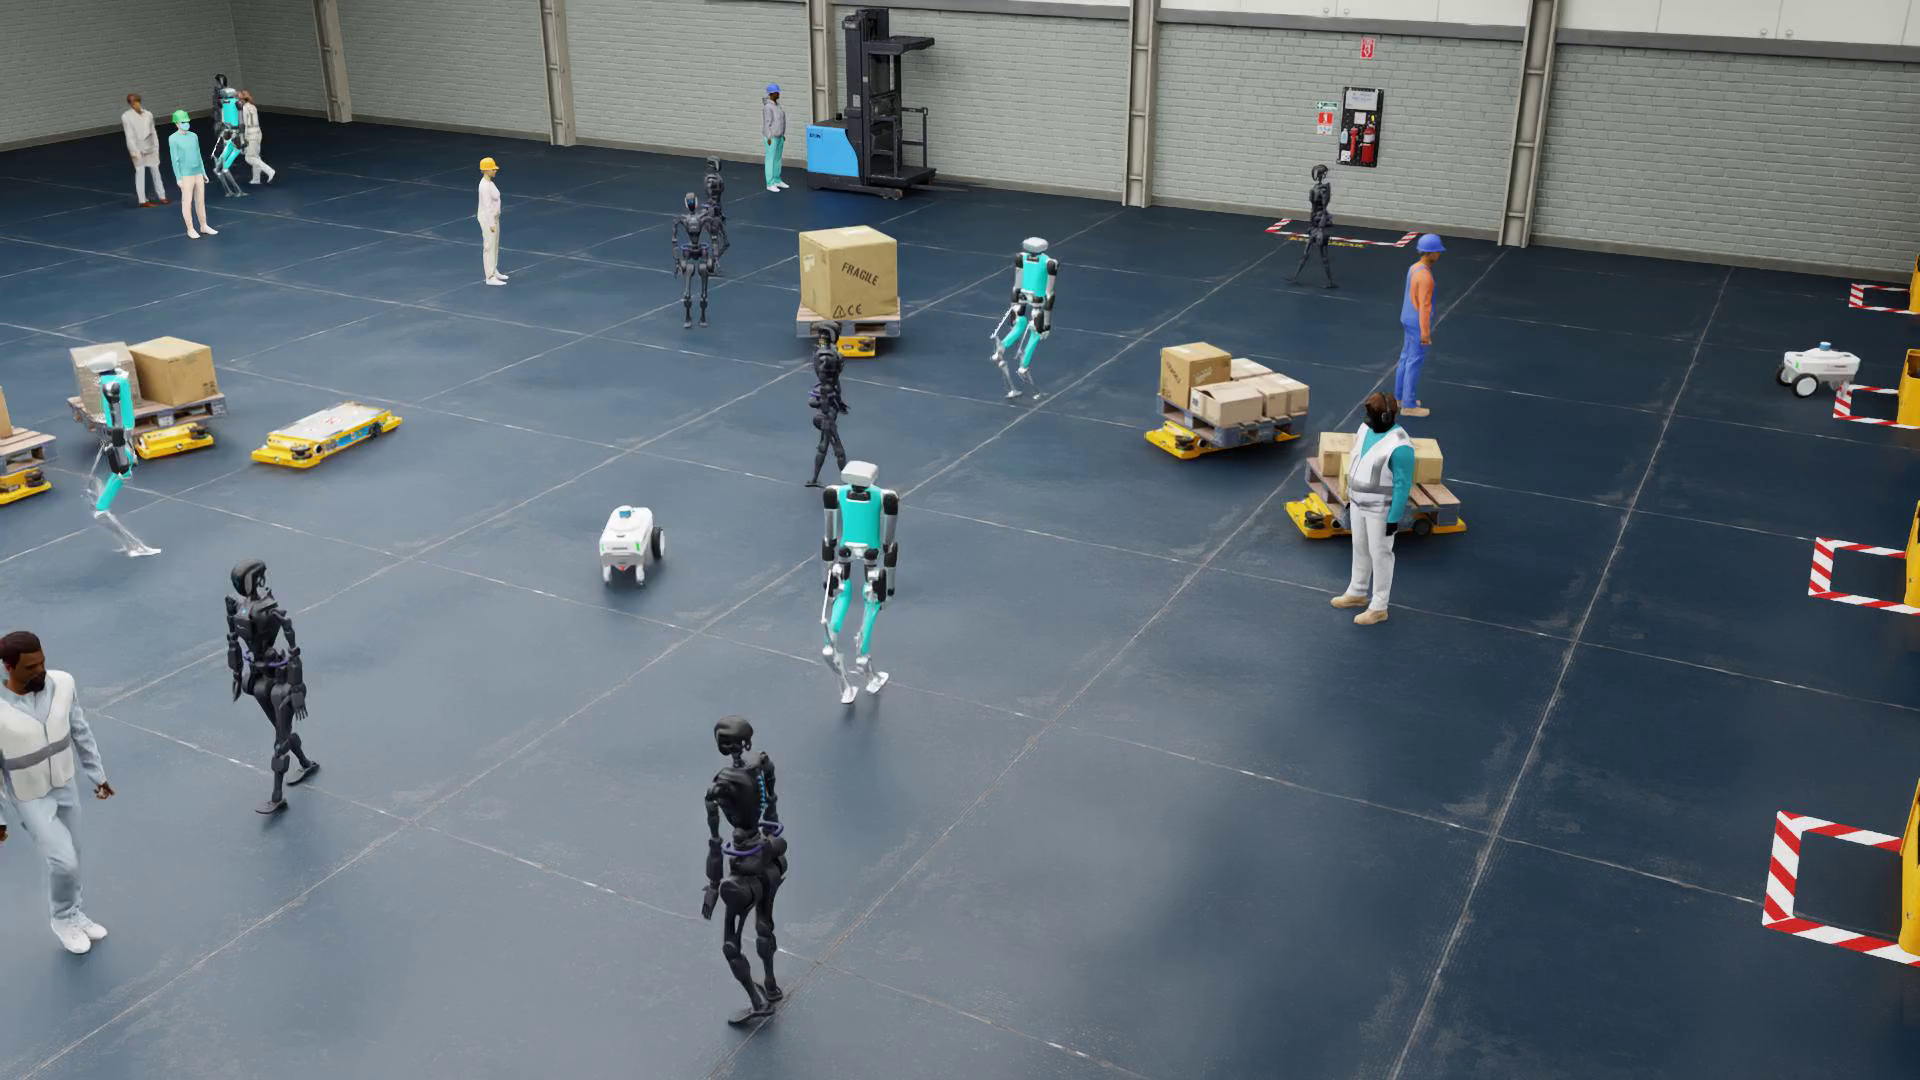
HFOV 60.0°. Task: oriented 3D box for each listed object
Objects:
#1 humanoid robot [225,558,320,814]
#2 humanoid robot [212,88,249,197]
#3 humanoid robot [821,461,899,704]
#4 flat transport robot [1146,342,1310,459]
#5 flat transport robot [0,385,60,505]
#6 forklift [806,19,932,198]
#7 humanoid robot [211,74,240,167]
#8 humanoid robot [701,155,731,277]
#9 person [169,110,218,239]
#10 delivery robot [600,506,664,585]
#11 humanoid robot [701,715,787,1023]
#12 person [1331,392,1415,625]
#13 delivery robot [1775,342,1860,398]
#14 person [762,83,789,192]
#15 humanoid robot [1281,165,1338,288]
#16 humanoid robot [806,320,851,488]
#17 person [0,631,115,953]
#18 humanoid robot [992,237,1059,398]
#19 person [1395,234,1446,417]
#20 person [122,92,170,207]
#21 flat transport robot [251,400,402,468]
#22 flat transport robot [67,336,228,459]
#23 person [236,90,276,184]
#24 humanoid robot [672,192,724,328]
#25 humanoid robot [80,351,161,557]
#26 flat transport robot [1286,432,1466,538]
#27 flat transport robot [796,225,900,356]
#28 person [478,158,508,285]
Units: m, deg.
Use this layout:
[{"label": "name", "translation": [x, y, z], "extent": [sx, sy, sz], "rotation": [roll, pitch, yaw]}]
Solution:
[{"label": "humanoid robot", "translation": [-4.328, 0.878, 10.354], "extent": [0.596, 1.633, 0.677], "rotation": [9, 25, 21]}, {"label": "humanoid robot", "translation": [-12.146, -6.552, 27.510], "extent": [0.530, 1.743, 0.703], "rotation": [11, 26, 25]}, {"label": "humanoid robot", "translation": [-0.722, 0.386, 11.421], "extent": [0.547, 1.793, 0.854], "rotation": [4, 24, 9]}, {"label": "flat transport robot", "translation": [2.672, -1.081, 16.679], "extent": [1.431, 0.231, 0.659], "rotation": [-11, 26, -24]}, {"label": "flat transport robot", "translation": [-9.234, -0.574, 15.498], "extent": [1.431, 0.231, 0.659], "rotation": [13, 26, 27]}, {"label": "forklift", "translation": [-1.573, -7.292, 27.850], "extent": [1.873, 2.768, 1.129], "rotation": [12, 26, 25]}, {"label": "humanoid robot", "translation": [-13.314, -7.553, 29.974], "extent": [0.468, 1.645, 0.610], "rotation": [4, 24, 9]}, {"label": "humanoid robot", "translation": [-3.348, -4.414, 22.651], "extent": [0.358, 1.640, 0.612], "rotation": [2, 23, 4]}, {"label": "person", "translation": [-11.510, -5.474, 24.872], "extent": [0.350, 1.875, 0.512], "rotation": [12, 26, 25]}, {"label": "delivery robot", "translation": [-2.755, 0.002, 13.793], "extent": [0.499, 0.592, 0.774], "rotation": [-1, 23, -1]}, {"label": "humanoid robot", "translation": [-1.066, 1.665, 8.500], "extent": [0.393, 1.640, 0.588], "rotation": [12, 26, 26]}, {"label": "person", "translation": [3.166, -0.254, 12.763], "extent": [0.429, 1.841, 0.632], "rotation": [-8, 25, -18]}, {"label": "delivery robot", "translation": [9.337, -1.844, 18.119], "extent": [0.786, 0.614, 0.525], "rotation": [0, 23, 1]}, {"label": "person", "translation": [-3.141, -6.811, 28.109], "extent": [0.359, 1.780, 0.536], "rotation": [9, 25, 19]}, {"label": "humanoid robot", "translation": [4.710, -4.150, 22.080], "extent": [0.736, 1.629, 0.607], "rotation": [-1, 23, -3]}, {"label": "humanoid robot", "translation": [-1.142, -1.228, 15.261], "extent": [0.661, 1.638, 0.590], "rotation": [4, 23, 8]}, {"label": "person", "translation": [-4.875, 1.356, 8.937], "extent": [0.523, 1.898, 0.614], "rotation": [8, 25, 19]}, {"label": "humanoid robot", "translation": [0.668, -2.276, 17.602], "extent": [0.549, 1.766, 0.908], "rotation": [18, 29, 35]}, {"label": "person", "translation": [4.778, -2.243, 17.306], "extent": [0.367, 1.908, 0.531], "rotation": [-1, 23, -1]}, {"label": "person", "translation": [-13.198, -6.308, 26.890], "extent": [0.382, 1.824, 0.515], "rotation": [18, 29, 36]}, {"label": "flat transport robot", "translation": [-6.321, -1.063, 16.637], "extent": [0.659, 0.231, 1.431], "rotation": [9, 25, 20]}, {"label": "flat transport robot", "translation": [-8.173, -1.146, 16.830], "extent": [0.659, 0.231, 1.431], "rotation": [-20, 30, -39]}, {"label": "person", "translation": [-12.063, -6.859, 28.402], "extent": [0.521, 1.624, 0.551], "rotation": [0, 23, -1]}, {"label": "humanoid robot", "translation": [-3.206, -3.418, 20.332], "extent": [0.603, 1.657, 0.334], "rotation": [-5, 24, -11]}, {"label": "humanoid robot", "translation": [-7.135, -0.645, 13.874], "extent": [0.621, 1.853, 0.534], "rotation": [-8, 24, -17]}, {"label": "flat transport robot", "translation": [3.679, -0.247, 14.738], "extent": [1.431, 0.231, 0.659], "rotation": [-2, 23, -5]}, {"label": "flat transport robot", "translation": [-1.316, -2.475, 19.926], "extent": [0.659, 0.231, 1.431], "rotation": [-1, 23, -1]}, {"label": "person", "translation": [-6.285, -4.277, 22.324], "extent": [0.342, 1.688, 0.460], "rotation": [-3, 23, -7]}]
